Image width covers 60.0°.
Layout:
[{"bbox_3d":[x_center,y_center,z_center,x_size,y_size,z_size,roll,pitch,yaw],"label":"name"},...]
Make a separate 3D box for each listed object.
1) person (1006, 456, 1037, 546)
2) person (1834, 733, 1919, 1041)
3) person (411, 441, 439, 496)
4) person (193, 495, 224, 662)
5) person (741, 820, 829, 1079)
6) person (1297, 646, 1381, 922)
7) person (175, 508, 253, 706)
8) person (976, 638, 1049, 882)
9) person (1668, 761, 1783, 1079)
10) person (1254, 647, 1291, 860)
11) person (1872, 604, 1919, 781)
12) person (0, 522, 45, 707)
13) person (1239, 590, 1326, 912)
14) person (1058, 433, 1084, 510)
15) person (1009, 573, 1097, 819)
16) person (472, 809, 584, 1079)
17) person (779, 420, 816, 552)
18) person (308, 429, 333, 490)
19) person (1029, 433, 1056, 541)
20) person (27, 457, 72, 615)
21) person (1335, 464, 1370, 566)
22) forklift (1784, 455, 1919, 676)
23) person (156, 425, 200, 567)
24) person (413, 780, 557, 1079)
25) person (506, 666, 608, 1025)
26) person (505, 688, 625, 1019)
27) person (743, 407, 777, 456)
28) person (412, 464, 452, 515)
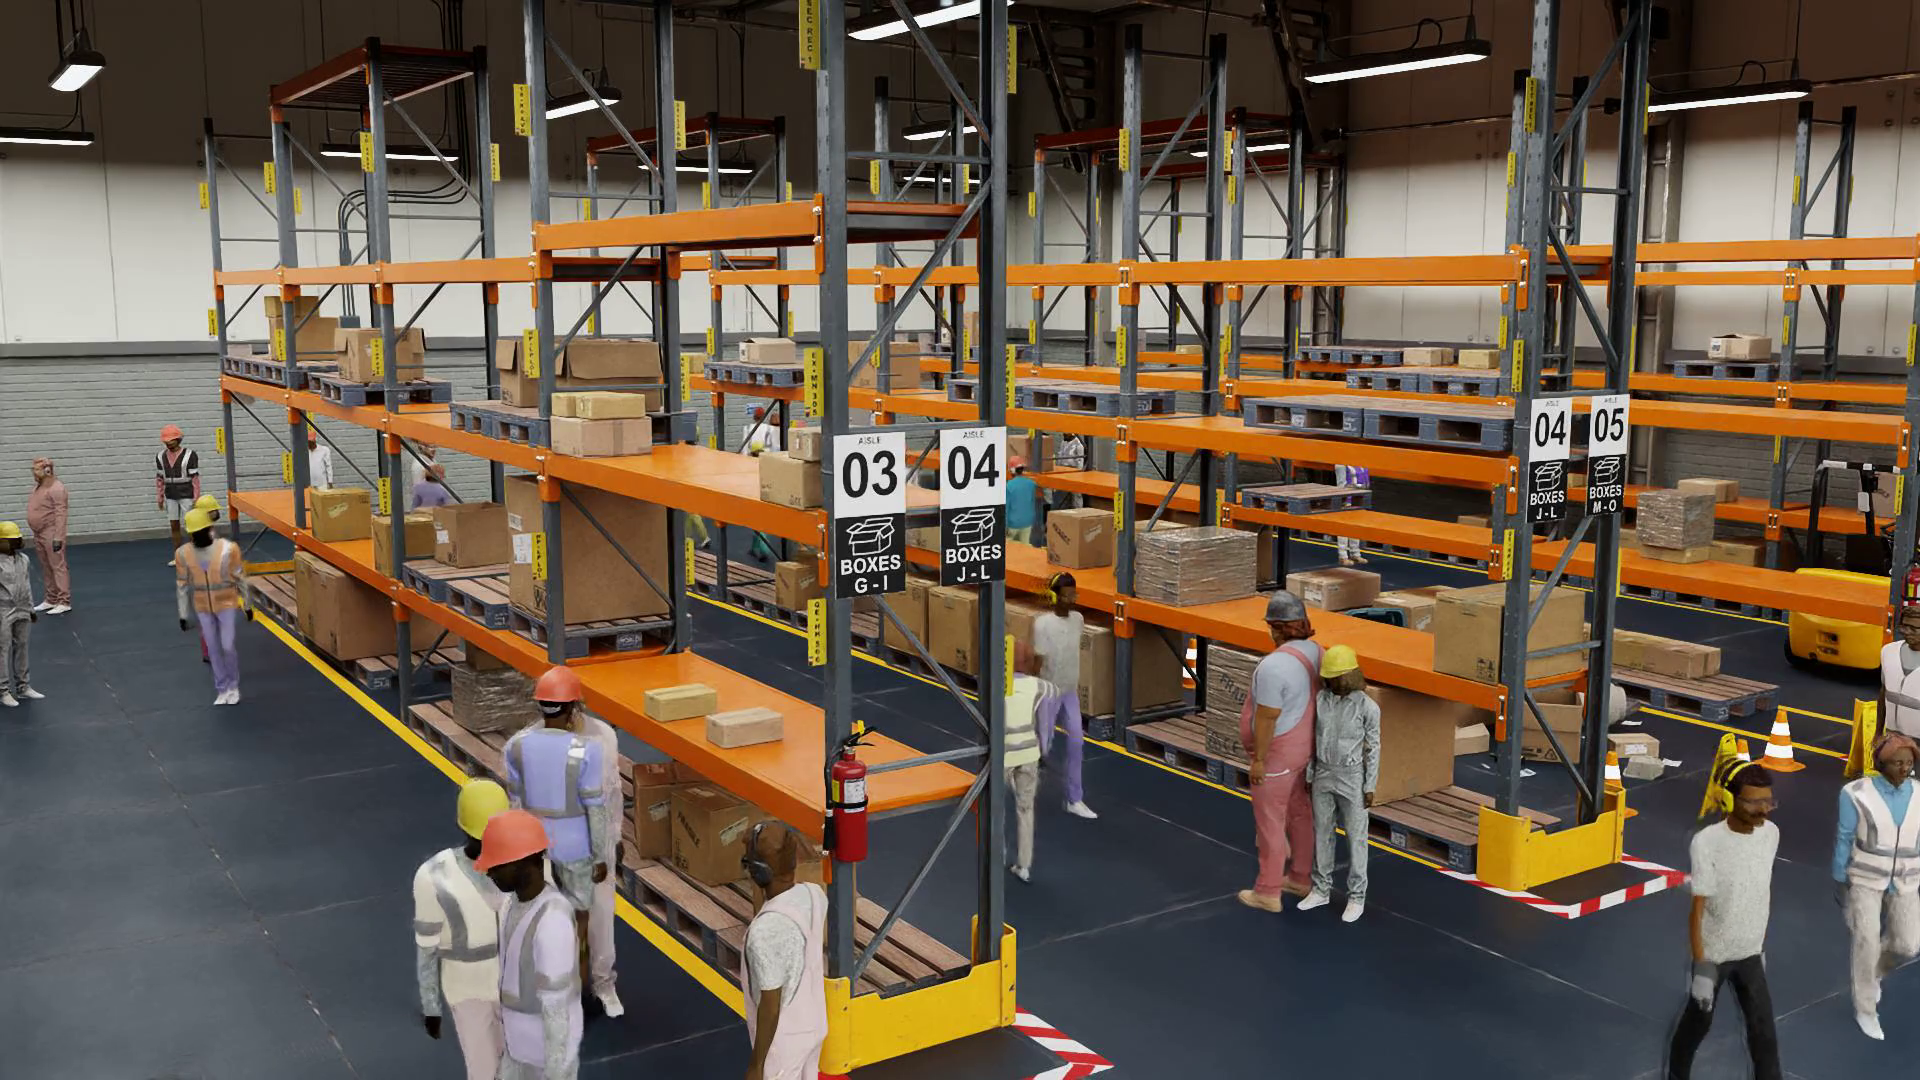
[{"bbox_3d":[0.761,-0.255,22.093,0.569,1.731,0.468,-5,10,-31],"label":"person"},{"bbox_3d":[4.863,1.795,8.810,0.514,1.626,0.456,1,9,7],"label":"person"},{"bbox_3d":[-7.335,-0.479,23.007,0.399,1.905,0.643,0,9,-3],"label":"person"},{"bbox_3d":[-7.905,0.404,17.582,0.314,1.768,0.533,-3,9,-20],"label":"person"},{"bbox_3d":[-0.709,2.011,6.644,0.343,1.839,0.506,3,9,21],"label":"person"},{"bbox_3d":[2.356,1.506,10.355,0.492,1.732,0.331,8,11,41],"label":"person"},{"bbox_3d":[-7.005,0.631,15.603,0.631,1.900,0.487,-1,9,-6],"label":"person"},{"bbox_3d":[0.338,1.448,11.090,0.551,1.619,0.514,-3,9,-20],"label":"person"},{"bbox_3d":[3.502,1.897,7.418,0.561,1.822,0.933,-3,9,-17],"label":"person"},{"bbox_3d":[2.217,1.365,11.450,0.320,1.687,0.539,-3,9,-20],"label":"person"},{"bbox_3d":[6.437,1.331,11.201,0.392,1.836,0.561,-4,9,-23],"label":"person"},{"bbox_3d":[-8.966,0.690,15.758,0.295,1.744,0.484,2,9,15],"label":"person"},{"bbox_3d":[2.057,1.313,10.621,0.686,2.000,0.537,-8,12,-44],"label":"person"},{"bbox_3d":[1.804,-1.044,27.050,0.404,1.824,0.590,-5,10,-31],"label":"person"},{"bbox_3d":[0.687,1.131,12.535,0.518,1.842,0.860,-7,11,-38],"label":"person"},{"bbox_3d":[-1.613,1.982,6.650,0.799,1.904,0.573,-6,10,-34],"label":"person"},{"bbox_3d":[-2.374,-0.779,24.654,0.610,2.006,0.479,-4,9,-25],"label":"person"},{"bbox_3d":[-10.335,-0.937,26.602,0.573,1.739,0.350,-3,9,-21],"label":"person"},{"bbox_3d":[1.275,-0.837,26.063,0.540,1.698,0.317,5,10,29],"label":"person"},{"bbox_3d":[-11.075,-0.058,20.184,0.643,1.912,0.410,6,11,37],"label":"person"},{"bbox_3d":[5.624,-0.558,23.738,0.627,1.844,0.429,-7,11,-38],"label":"person"},{"bbox_3d":[9.643,0.253,17.172,2.313,2.155,1.214,-6,10,-33],"label":"forklift"},{"bbox_3d":[-11.062,-0.615,23.513,0.619,2.029,0.410,1,9,5],"label":"person"},{"bbox_3d":[-1.952,1.929,7.071,0.606,1.868,0.960,-7,11,-40],"label":"person"},{"bbox_3d":[-2.132,1.628,8.903,0.546,1.928,0.384,2,9,13],"label":"person"},{"bbox_3d":[-2.166,1.627,9.105,0.649,1.873,0.799,-6,10,-35],"label":"person"},{"bbox_3d":[-3.560,-1.442,29.653,0.584,1.842,0.988,1,9,3],"label":"person"},{"bbox_3d":[-7.040,-0.209,22.177,0.548,1.603,0.433,1,9,5],"label":"person"}]
